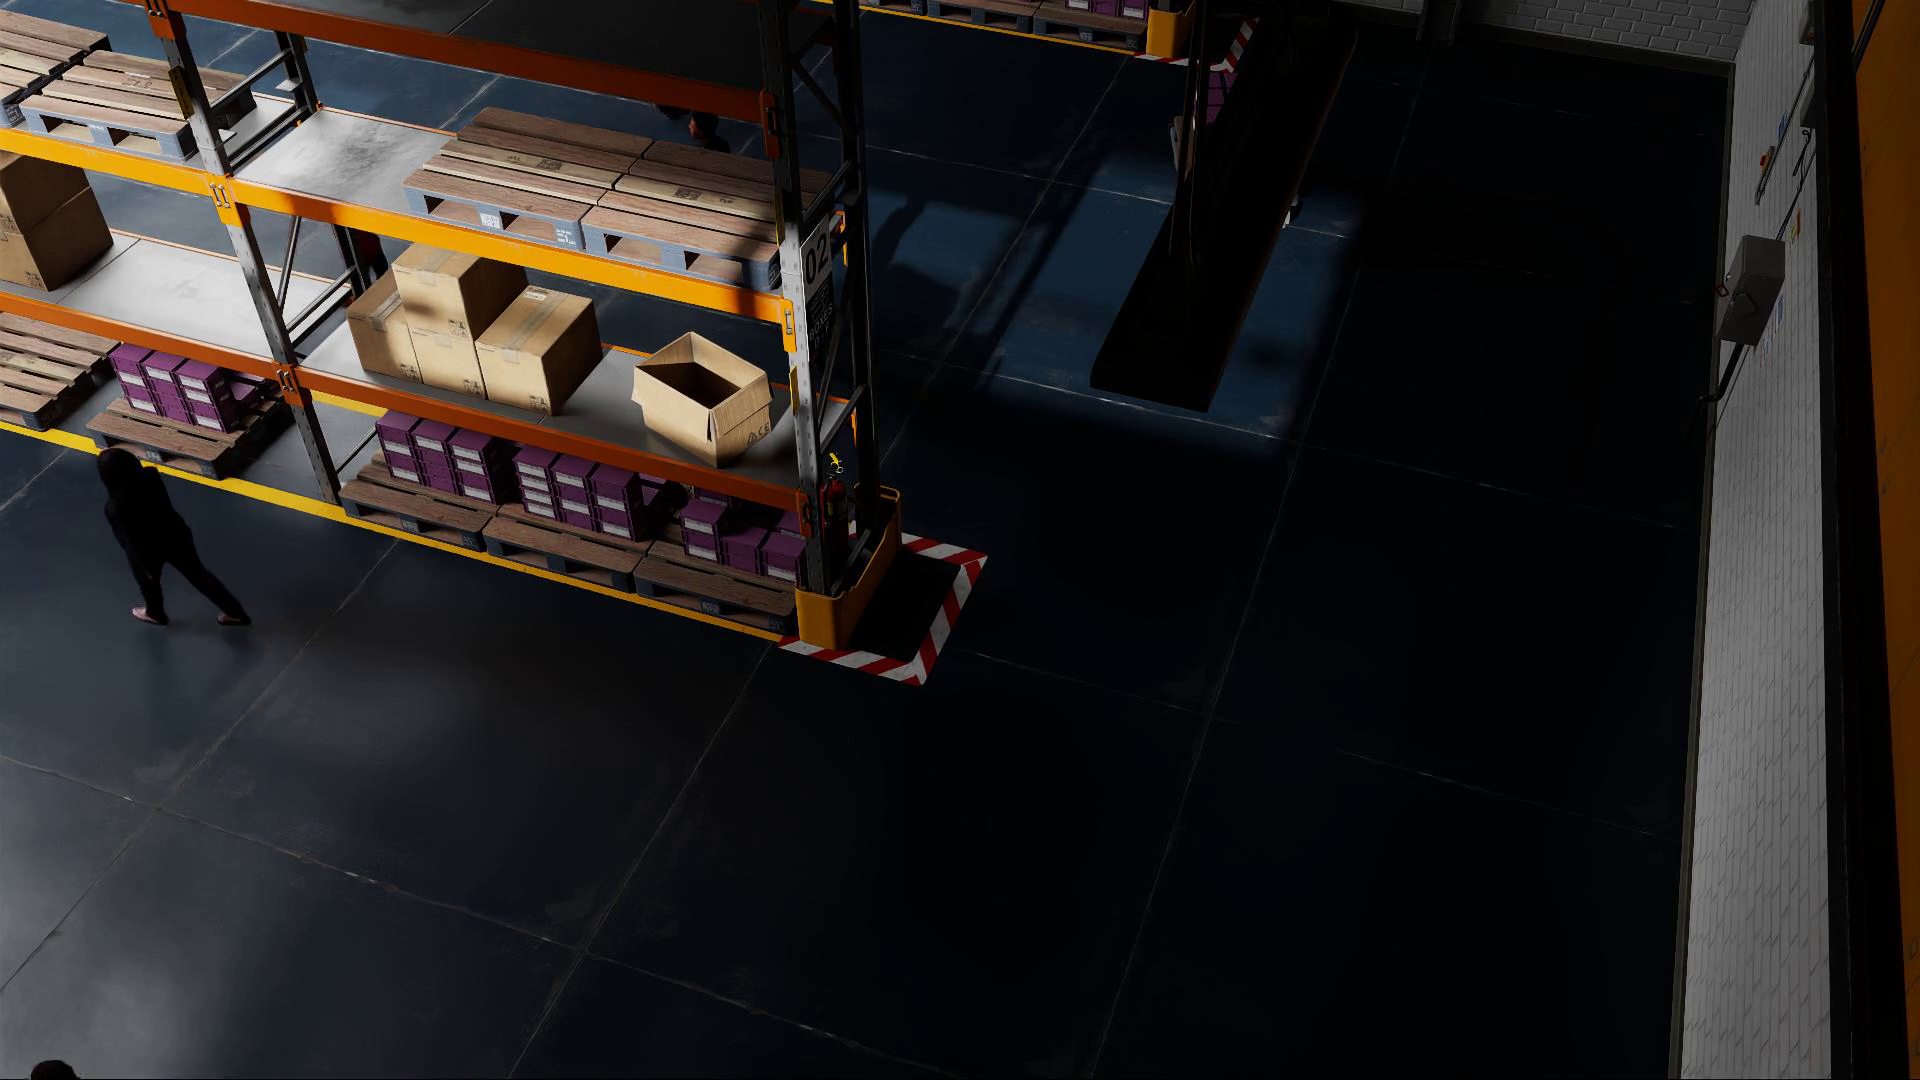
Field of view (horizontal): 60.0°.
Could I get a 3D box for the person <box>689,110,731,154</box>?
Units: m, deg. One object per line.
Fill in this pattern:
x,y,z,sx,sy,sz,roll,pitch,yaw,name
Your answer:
-1.997,-2.750,13.764,0.690,1.805,0.746,4,44,4,person

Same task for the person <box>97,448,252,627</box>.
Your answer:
-5.212,0.041,11.000,1.117,1.575,0.719,9,44,10,person
